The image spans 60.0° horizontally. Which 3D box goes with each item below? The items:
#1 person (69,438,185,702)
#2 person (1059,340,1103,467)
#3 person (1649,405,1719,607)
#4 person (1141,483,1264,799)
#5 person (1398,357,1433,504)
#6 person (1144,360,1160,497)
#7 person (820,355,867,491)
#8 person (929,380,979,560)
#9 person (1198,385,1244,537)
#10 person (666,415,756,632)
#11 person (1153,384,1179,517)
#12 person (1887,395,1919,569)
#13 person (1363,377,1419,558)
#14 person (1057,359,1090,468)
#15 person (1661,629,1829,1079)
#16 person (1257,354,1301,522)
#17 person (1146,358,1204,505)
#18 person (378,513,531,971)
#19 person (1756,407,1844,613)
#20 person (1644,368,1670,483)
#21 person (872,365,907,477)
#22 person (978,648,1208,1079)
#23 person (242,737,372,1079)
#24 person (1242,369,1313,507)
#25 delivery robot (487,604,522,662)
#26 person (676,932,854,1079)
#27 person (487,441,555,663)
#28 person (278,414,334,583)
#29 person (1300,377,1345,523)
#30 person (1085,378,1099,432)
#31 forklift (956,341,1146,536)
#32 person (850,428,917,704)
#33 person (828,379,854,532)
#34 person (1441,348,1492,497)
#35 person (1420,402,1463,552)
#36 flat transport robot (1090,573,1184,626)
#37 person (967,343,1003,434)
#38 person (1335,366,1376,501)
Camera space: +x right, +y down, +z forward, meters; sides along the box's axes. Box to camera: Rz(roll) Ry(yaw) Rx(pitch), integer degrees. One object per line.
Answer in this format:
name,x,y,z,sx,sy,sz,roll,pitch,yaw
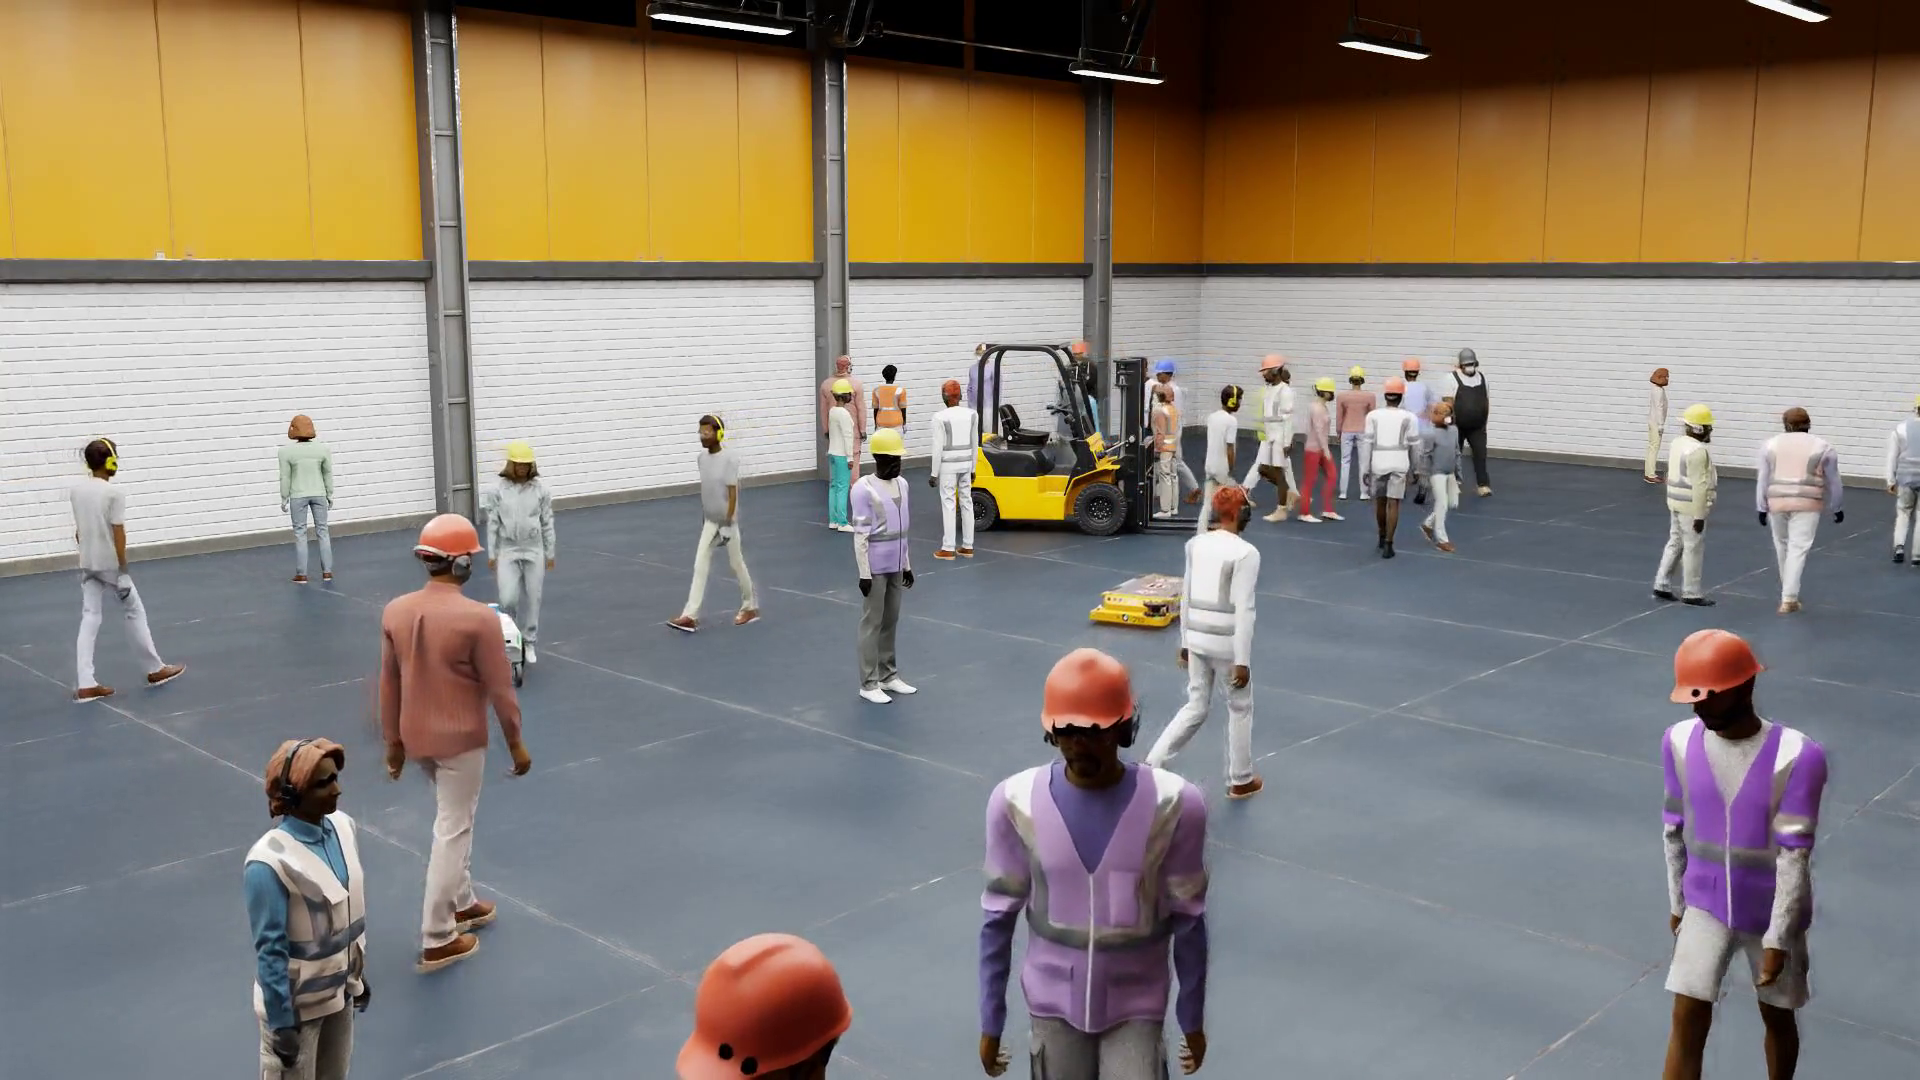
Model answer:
person,-6.021,0.190,11.897,0.548,1.827,0.896,3,10,18
person,1.919,-2.087,25.486,0.623,1.965,0.926,9,13,42
person,6.541,-0.295,14.985,0.590,1.837,0.603,0,9,2
person,1.385,0.602,9.373,0.850,1.845,0.620,-7,12,-36
person,5.892,-1.430,21.653,0.536,1.900,0.968,1,9,4
person,2.393,-1.452,21.748,0.516,1.902,0.621,-6,11,-31
person,-1.497,-1.459,21.780,0.639,1.910,0.407,4,10,22
person,-0.062,-0.732,17.381,0.576,1.886,0.351,-7,11,-35
person,2.764,-0.691,17.290,0.776,1.829,0.553,-5,11,-29
person,-2.044,-0.134,13.917,0.538,1.818,0.970,6,11,34
person,2.510,-1.082,20.291,0.310,1.636,0.523,5,11,30
person,9.734,-0.608,16.831,0.608,1.815,0.422,8,12,40
person,4.609,-0.786,17.723,0.562,1.882,0.962,5,10,26
person,1.355,-1.295,20.748,0.547,1.916,0.674,-3,10,-20
person,2.504,1.220,5.460,0.528,1.864,0.957,9,13,43
person,3.827,-1.216,19.946,0.534,2.020,0.704,-2,9,-13
person,2.684,-1.369,21.232,0.936,1.919,0.613,-4,10,-25
person,-2.189,0.860,7.363,0.612,1.966,0.761,5,11,29
person,7.537,-0.284,14.906,0.657,1.792,0.911,8,12,40
person,9.918,-1.624,23.630,0.282,1.633,0.500,2,10,14
person,-0.992,-1.631,23.508,0.530,1.689,0.321,3,10,20
person,0.353,1.289,4.570,0.632,2.021,0.539,2,9,12
person,-1.965,1.401,5.058,0.313,1.642,0.513,1,9,8
person,3.967,-1.284,21.112,1.005,1.789,0.613,1,9,7
delivery robot,-3.456,0.715,12.297,0.477,0.478,0.707,-4,10,-21
person,-0.308,1.604,2.919,0.362,1.934,0.543,-8,12,-40
person,-3.358,0.097,12.759,0.517,1.724,0.385,-4,10,-21
person,-6.325,-0.400,16.114,0.502,1.636,0.277,-6,11,-34
person,4.360,-1.060,19.811,0.614,1.746,0.519,5,10,28
person,1.563,-1.293,21.453,0.631,1.672,0.535,2,9,11
forklift,0.977,-1.223,19.452,2.313,2.155,1.214,2,9,11
person,-0.528,0.171,11.720,0.363,1.928,0.587,6,11,31
person,-1.355,-0.972,19.217,0.305,1.772,0.527,-4,10,-25
person,6.774,-1.585,22.145,0.701,2.000,1.011,-1,9,-6
person,5.209,-0.696,18.008,0.530,1.613,0.508,-6,11,-31
flat transport robot,1.716,0.513,14.692,0.652,0.197,1.431,5,10,26
person,0.342,-1.940,24.634,0.635,1.937,0.359,9,13,42
person,5.188,-1.396,21.817,0.525,1.772,0.305,3,10,17
